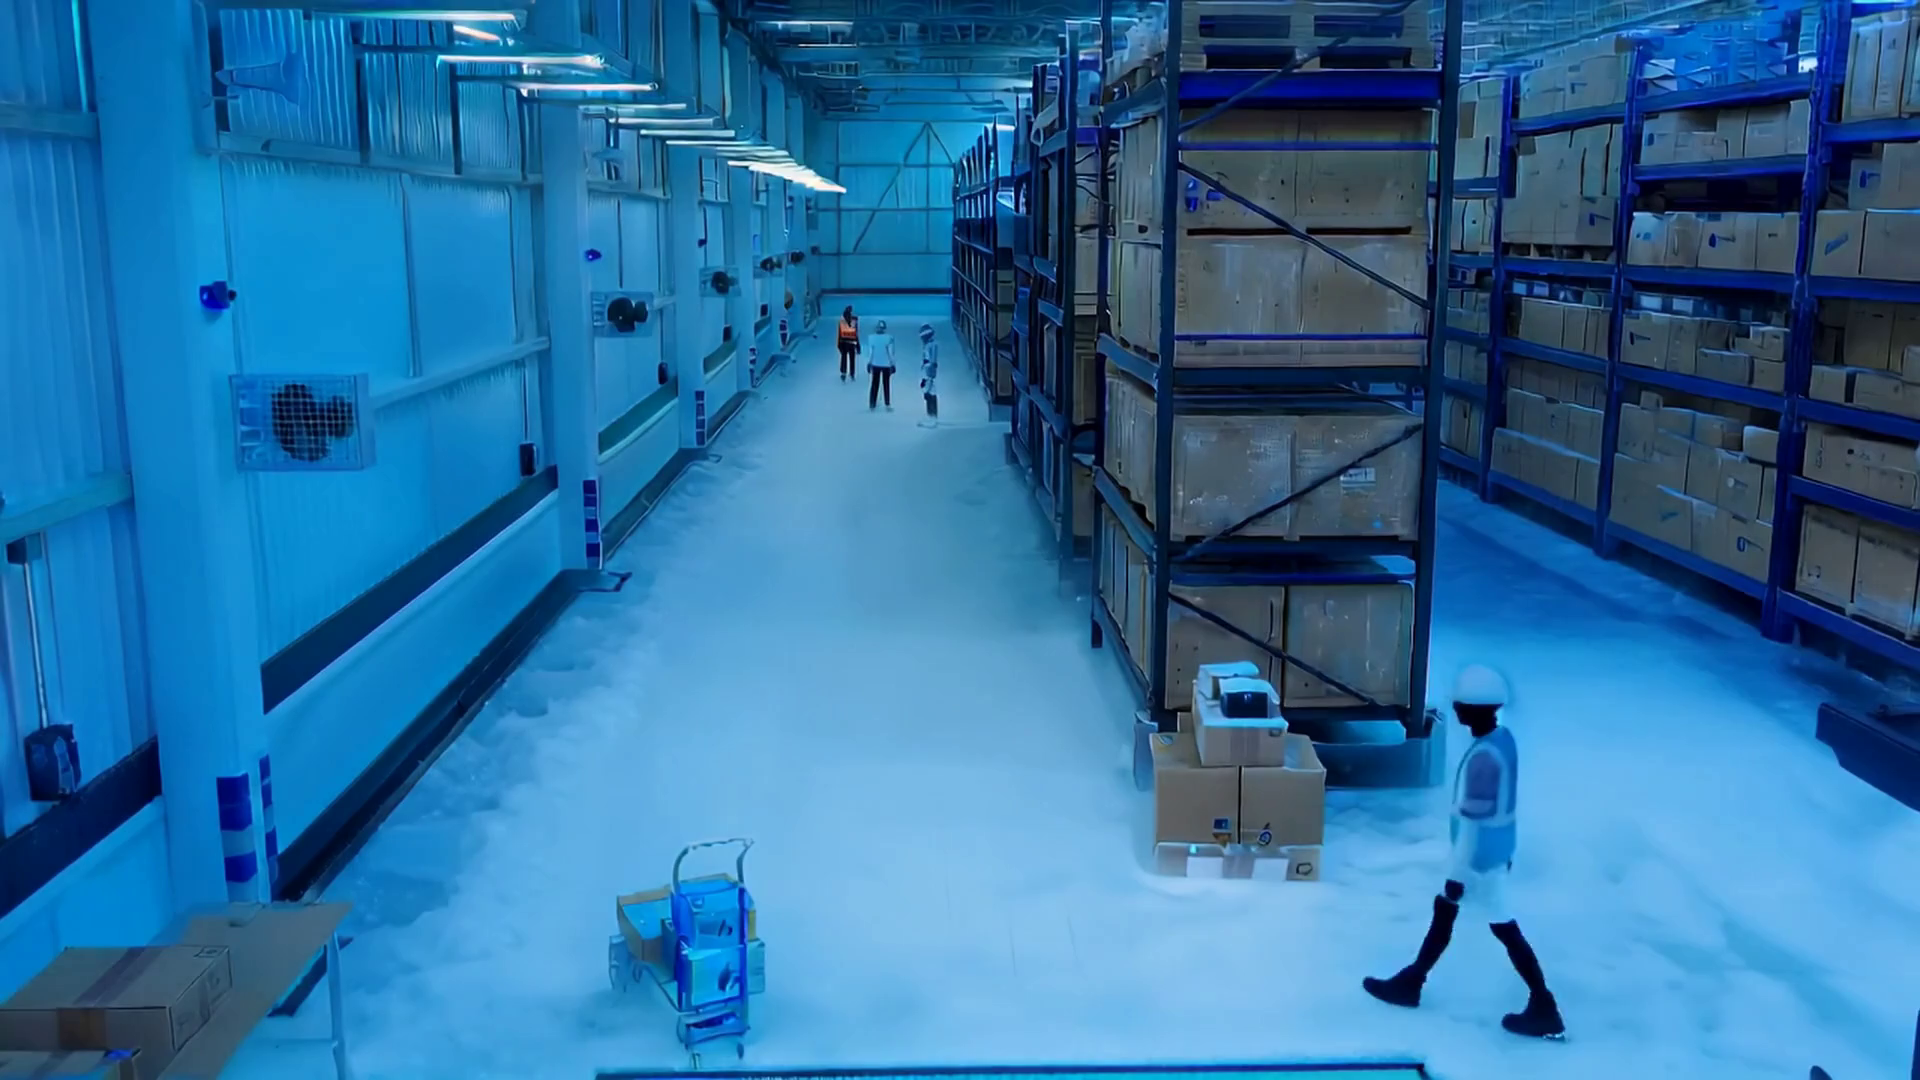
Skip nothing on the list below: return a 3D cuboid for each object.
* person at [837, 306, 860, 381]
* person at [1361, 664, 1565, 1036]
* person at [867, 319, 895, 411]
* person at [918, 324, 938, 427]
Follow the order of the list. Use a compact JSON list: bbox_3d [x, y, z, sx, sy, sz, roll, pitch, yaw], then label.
[{"bbox_3d":[-2.845,-5.015,42.471,0.589,1.912,0.397,-4,12,-22],"label":"person"},{"bbox_3d":[2.607,1.553,8.367,1.020,1.886,0.559,5,12,23],"label":"person"},{"bbox_3d":[-1.685,-3.750,35.702,0.620,1.985,0.406,-3,11,-15],"label":"person"},{"bbox_3d":[-0.653,-3.249,32.938,0.392,2.041,0.615,4,11,18],"label":"person"}]
